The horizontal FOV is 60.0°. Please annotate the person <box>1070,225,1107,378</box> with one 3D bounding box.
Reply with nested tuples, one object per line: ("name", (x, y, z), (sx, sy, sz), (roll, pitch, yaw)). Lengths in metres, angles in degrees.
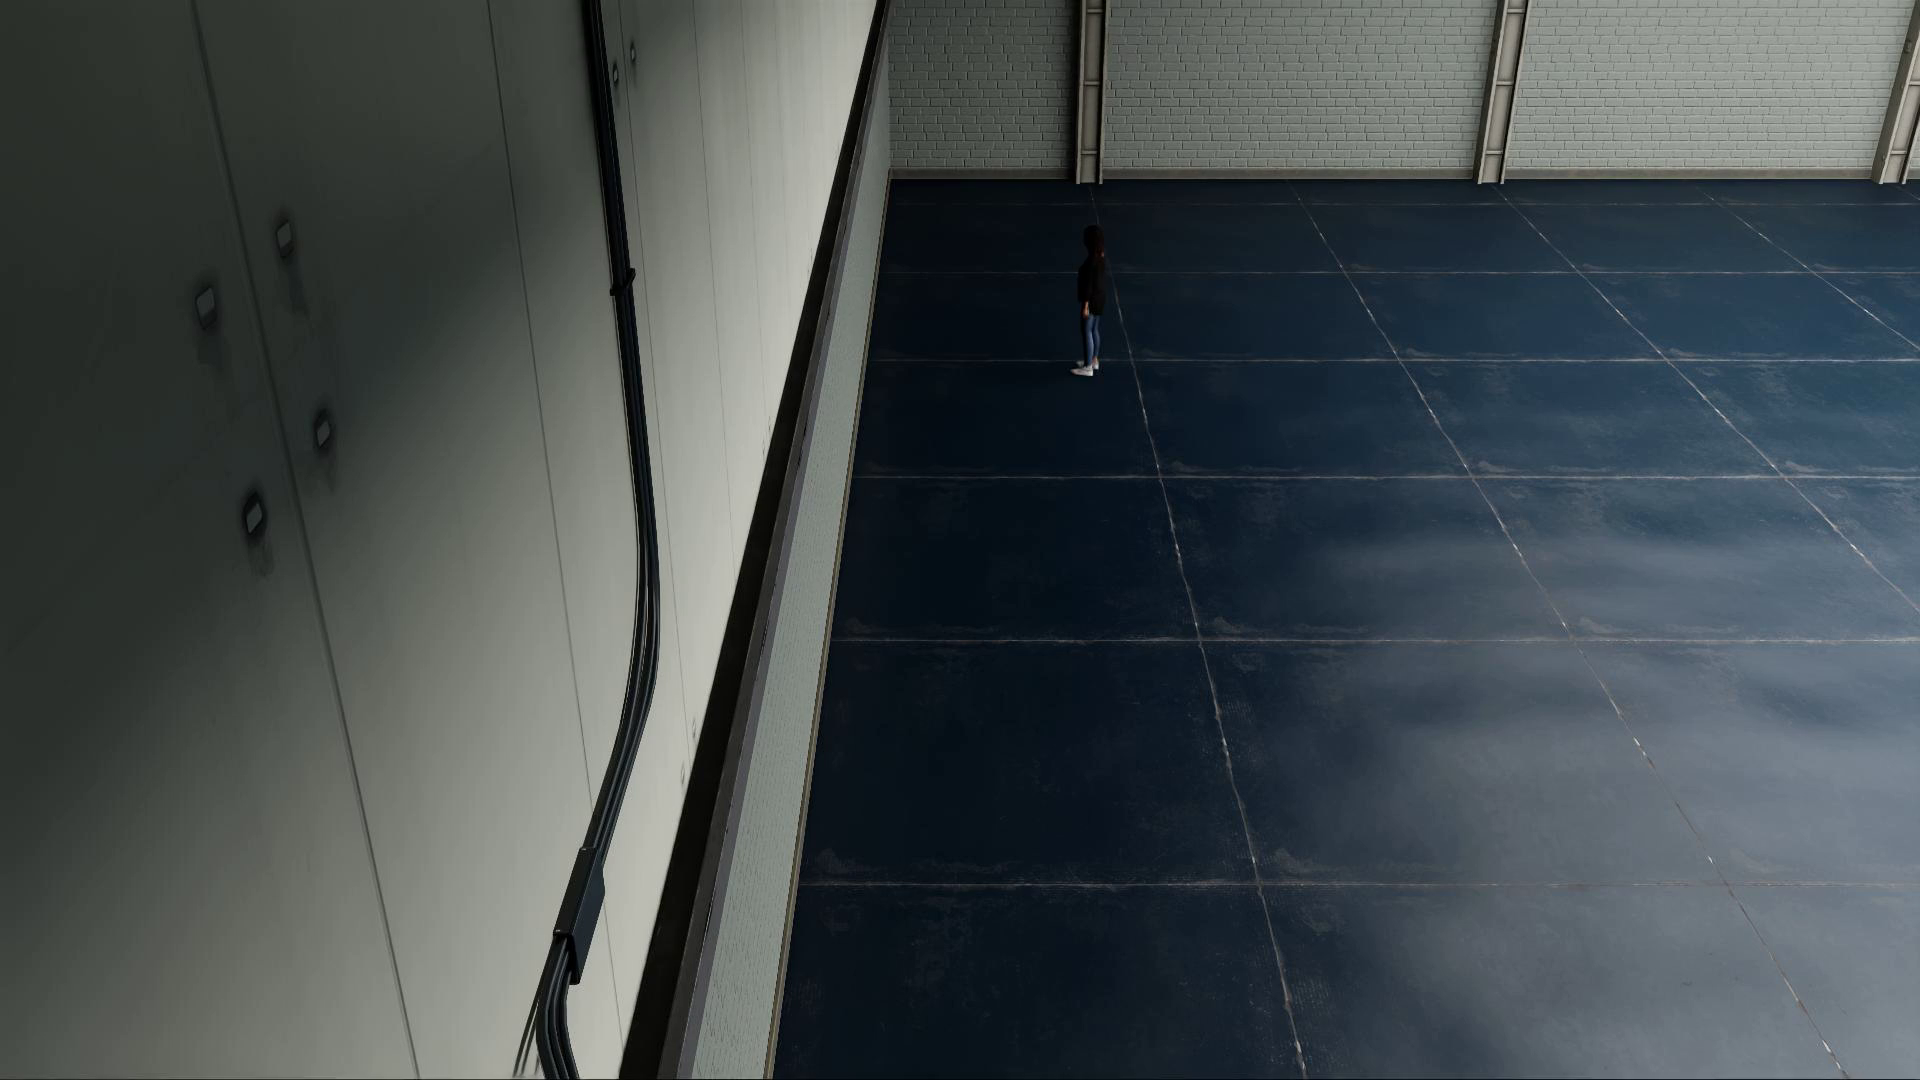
("person", (1.456, -2.594, 17.966), (0.649, 1.645, 0.657), (9, 29, 16))
